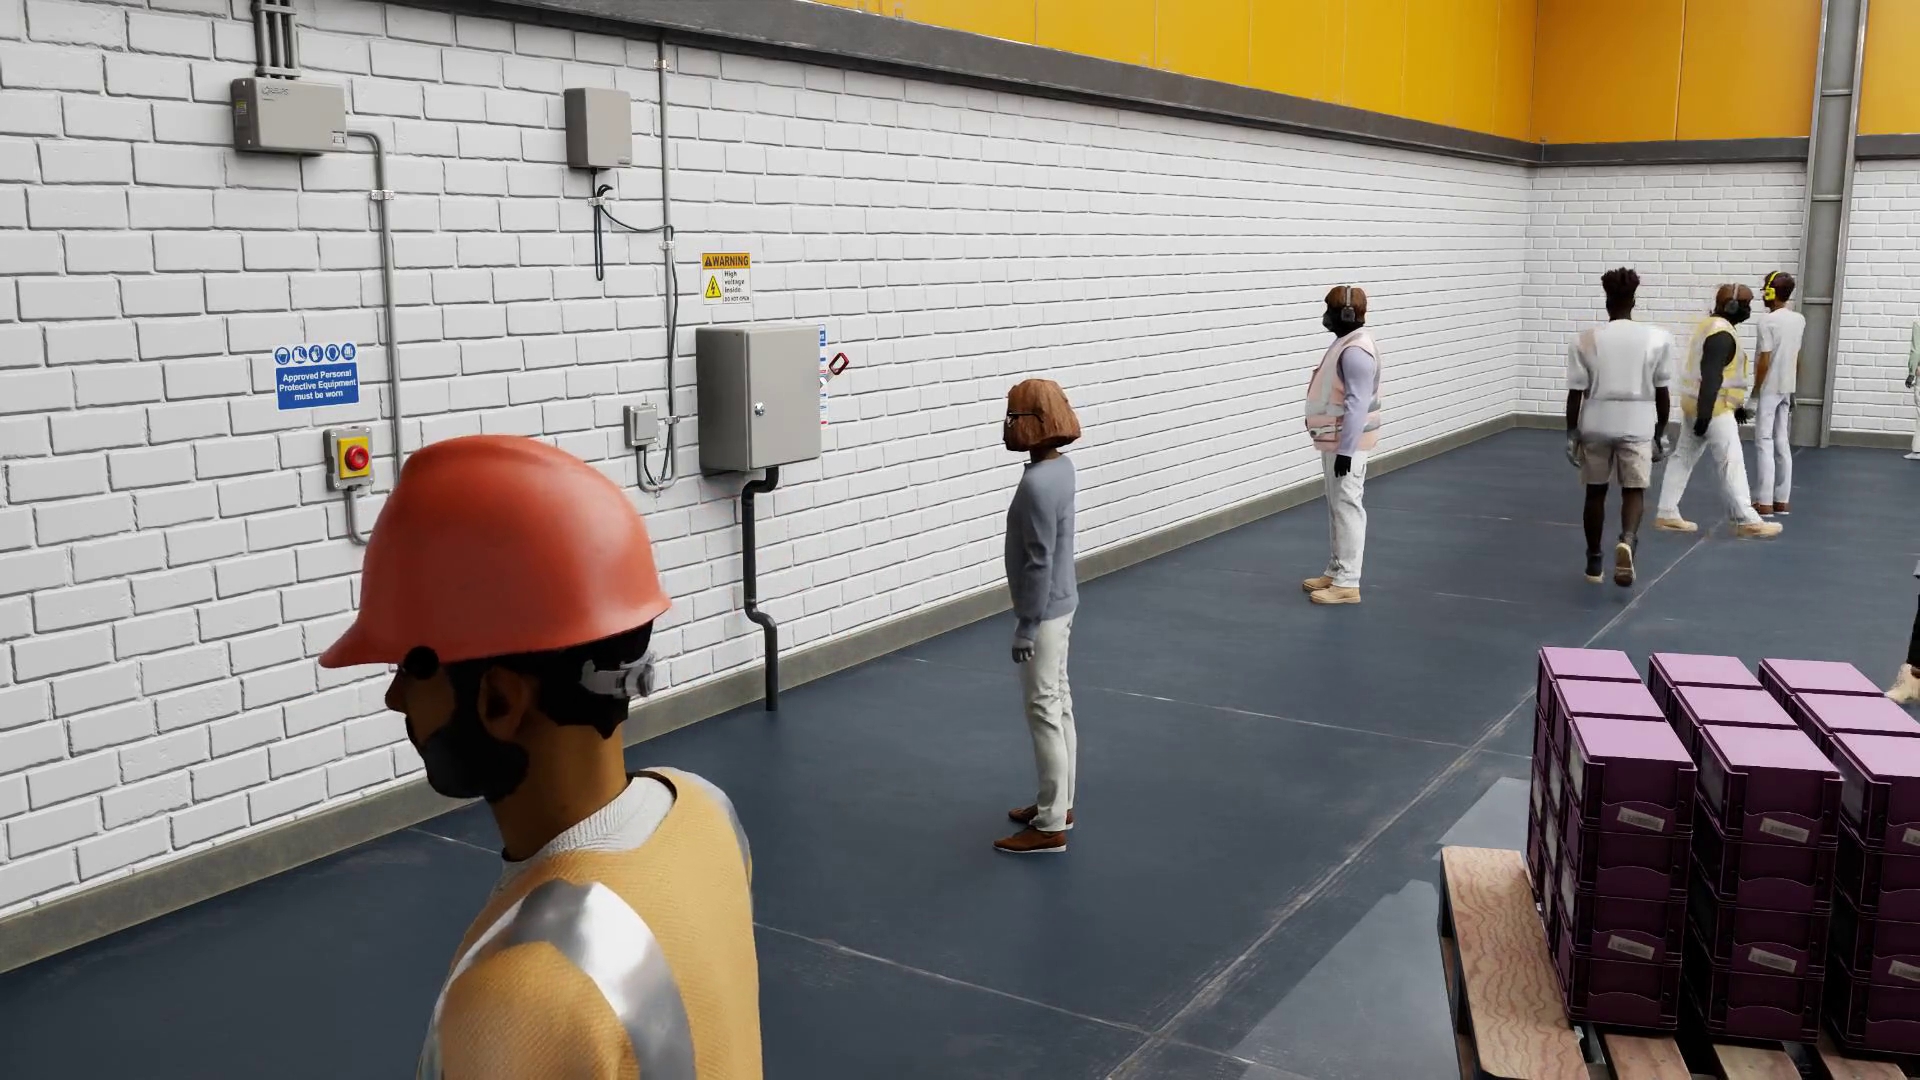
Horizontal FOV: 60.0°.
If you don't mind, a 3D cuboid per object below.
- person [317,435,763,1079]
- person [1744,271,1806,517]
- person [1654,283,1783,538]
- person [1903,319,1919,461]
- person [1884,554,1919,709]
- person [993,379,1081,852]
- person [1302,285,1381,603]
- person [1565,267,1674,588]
[{"bbox_3d":[-0.367,0.863,1.582,0.378,1.932,0.551,1,10,3],"label":"person"},{"bbox_3d":[6.191,-1.108,12.686,0.533,1.868,0.310,-6,12,-30],"label":"person"},{"bbox_3d":[5.463,-0.917,11.846,0.913,1.796,0.624,3,11,15],"label":"person"},{"bbox_3d":[9.276,-1.559,15.829,0.515,1.636,0.314,0,10,2],"label":"person"},{"bbox_3d":[4.616,-0.065,7.523,0.907,1.649,0.544,-6,12,-29],"label":"person"},{"bbox_3d":[0.273,0.262,5.745,0.274,1.632,0.507,2,10,12],"label":"person"},{"bbox_3d":[2.221,-0.555,9.699,0.429,1.844,0.625,1,10,6],"label":"person"},{"bbox_3d":[3.953,-0.665,10.012,0.622,1.947,0.704,4,11,20],"label":"person"}]
